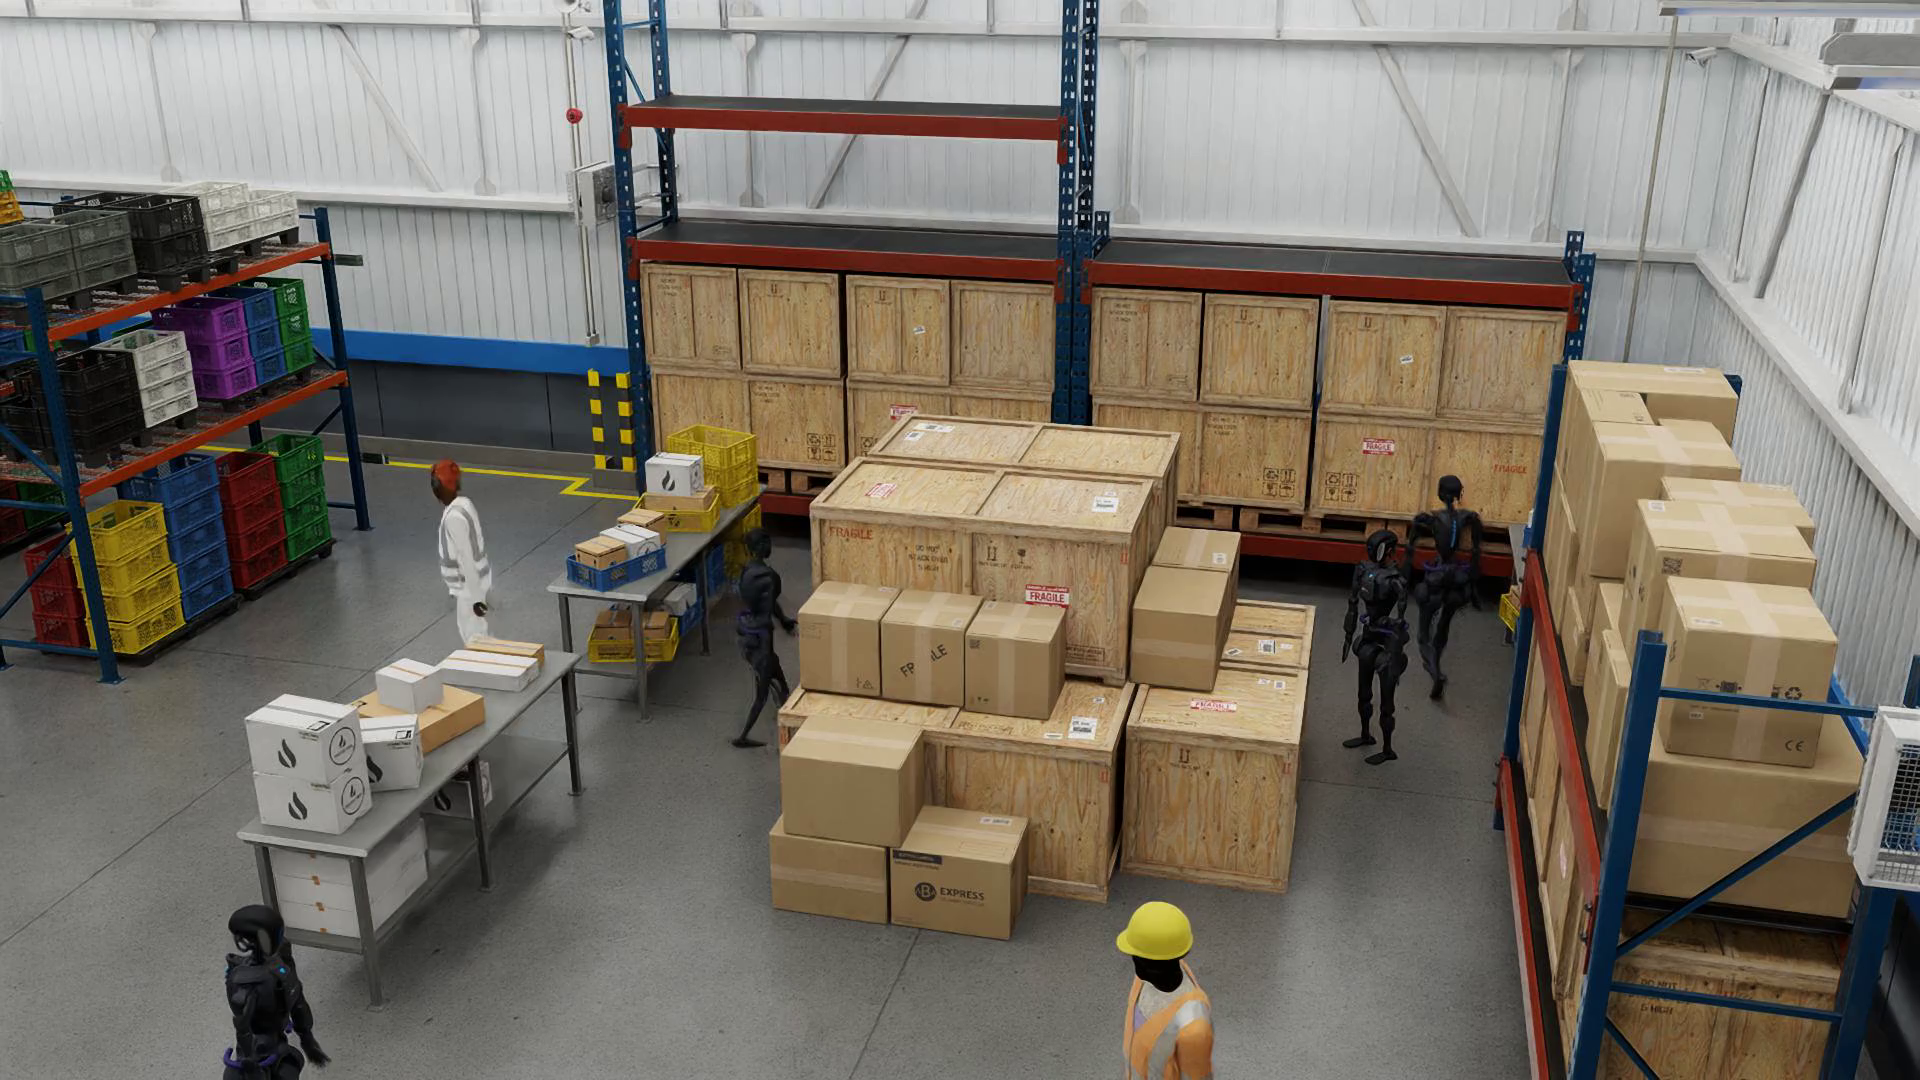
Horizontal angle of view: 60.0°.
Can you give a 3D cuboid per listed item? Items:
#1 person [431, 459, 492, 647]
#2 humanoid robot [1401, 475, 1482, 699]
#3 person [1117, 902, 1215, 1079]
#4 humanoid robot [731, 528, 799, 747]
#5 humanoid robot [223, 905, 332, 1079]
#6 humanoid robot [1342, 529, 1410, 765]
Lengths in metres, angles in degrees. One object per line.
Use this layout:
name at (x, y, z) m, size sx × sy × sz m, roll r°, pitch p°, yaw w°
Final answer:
person at (-3.500, 0.356, 11.906) m, size 0.391 × 1.845 × 0.750 m, roll -6°, pitch 22°, yaw -16°
humanoid robot at (3.566, 0.327, 12.238) m, size 0.582 × 1.631 × 0.614 m, roll -2°, pitch 21°, yaw -5°
person at (0.806, 2.296, 6.721) m, size 0.379 × 1.923 × 0.587 m, roll -6°, pitch 22°, yaw -14°
humanoid robot at (-1.281, 0.692, 11.319) m, size 0.612 × 1.636 × 0.562 m, roll -8°, pitch 22°, yaw -20°
humanoid robot at (-2.931, 2.275, 7.120) m, size 0.341 × 1.650 × 0.574 m, roll 0°, pitch 21°, yaw -1°
humanoid robot at (2.808, 0.710, 11.213) m, size 0.351 × 1.651 × 0.565 m, roll -11°, pitch 23°, yaw -26°
